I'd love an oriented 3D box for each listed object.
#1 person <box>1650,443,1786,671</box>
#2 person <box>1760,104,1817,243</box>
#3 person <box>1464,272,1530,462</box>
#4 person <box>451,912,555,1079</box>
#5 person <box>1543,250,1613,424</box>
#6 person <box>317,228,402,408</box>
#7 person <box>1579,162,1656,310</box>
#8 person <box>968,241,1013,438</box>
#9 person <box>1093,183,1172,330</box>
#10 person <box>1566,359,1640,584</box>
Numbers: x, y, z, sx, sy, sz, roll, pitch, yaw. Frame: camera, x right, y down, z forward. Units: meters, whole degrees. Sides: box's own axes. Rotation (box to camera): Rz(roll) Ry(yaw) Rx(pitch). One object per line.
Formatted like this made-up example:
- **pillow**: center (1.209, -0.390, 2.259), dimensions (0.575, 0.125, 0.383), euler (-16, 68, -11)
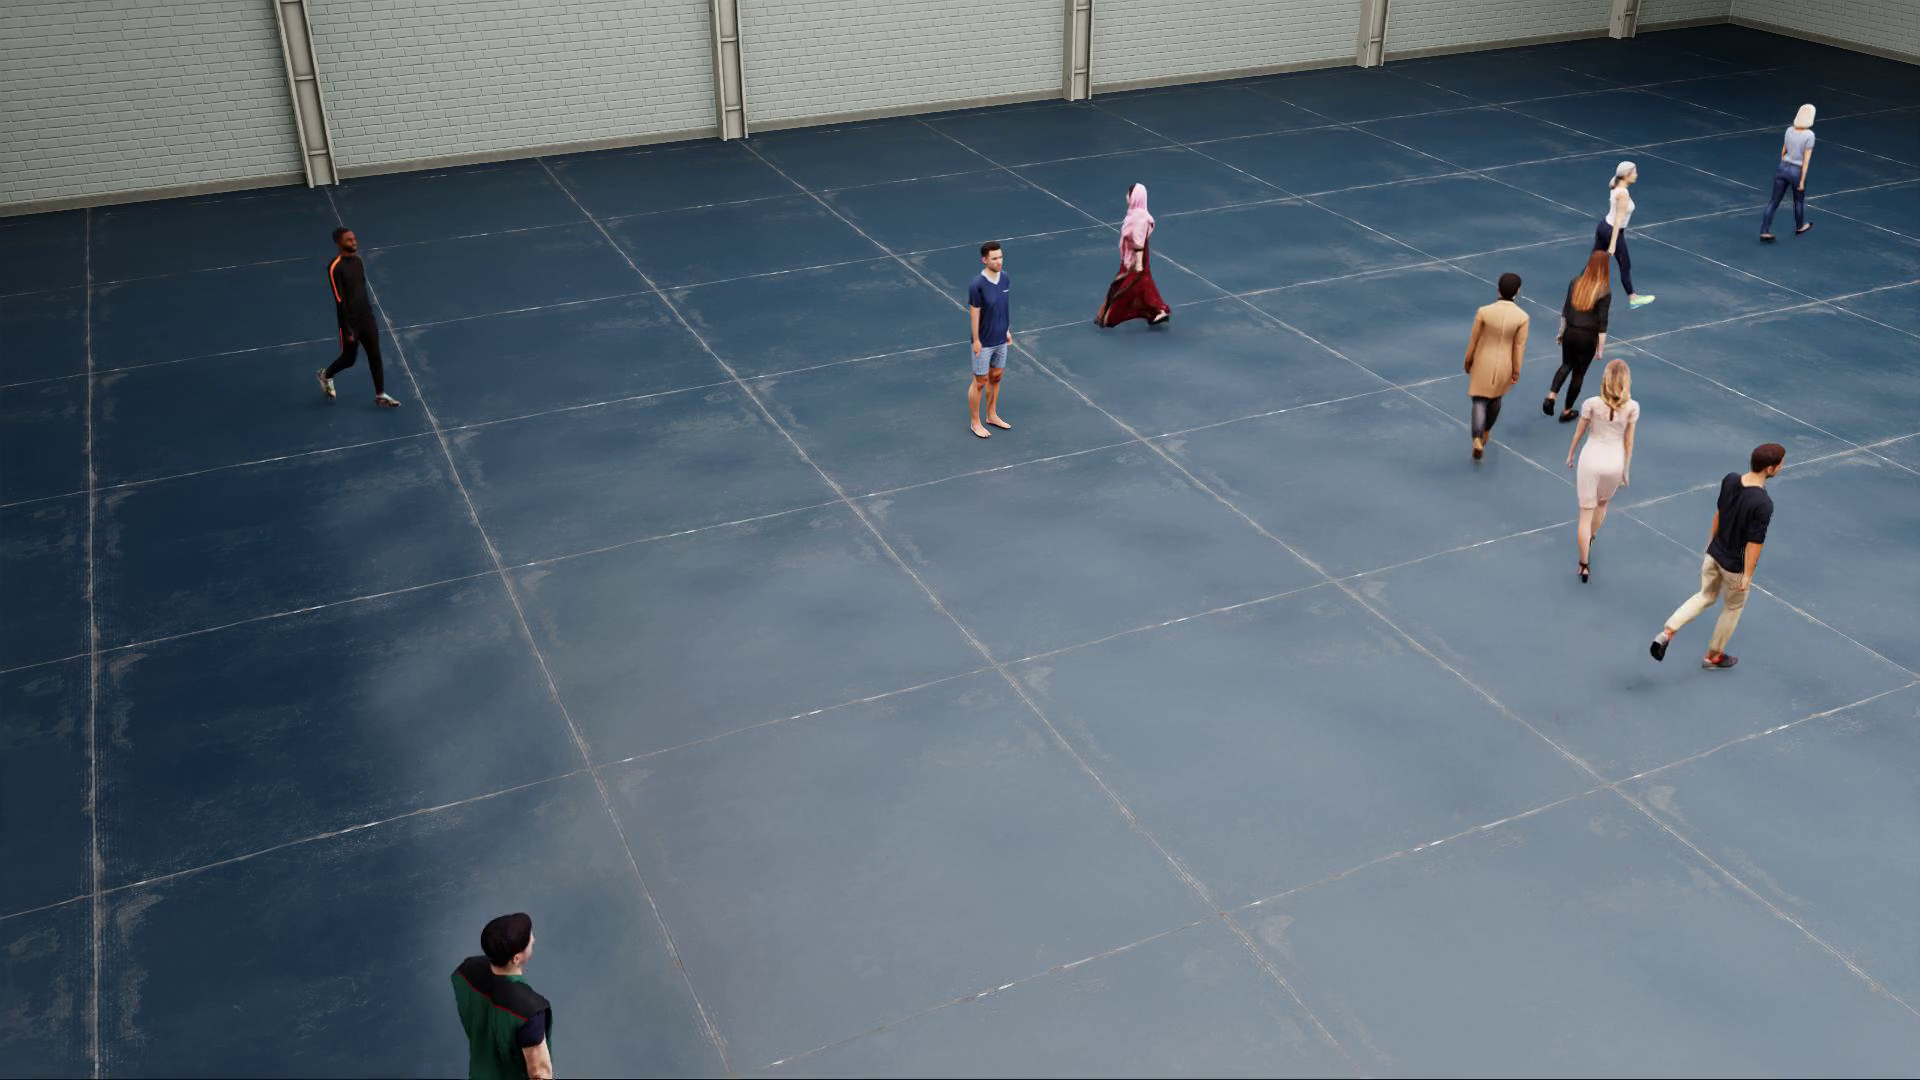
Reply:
- **person**: center (5.324, 0.166, 11.653), dimensions (0.985, 1.827, 0.704), euler (-10, 30, -18)
- **person**: center (10.214, -4.493, 20.555), dimensions (1.069, 1.683, 0.662), euler (-15, 32, -26)
- **person**: center (4.809, -1.548, 15.004), dimensions (1.123, 1.702, 1.122), euler (6, 29, 12)
- **person**: center (-2.018, 2.449, 7.311), dimensions (0.874, 1.878, 0.953), euler (13, 31, 23)
- **person**: center (5.771, -1.882, 15.627), dimensions (0.770, 1.705, 0.706), euler (-19, 34, -32)
- **person**: center (-5.894, -2.118, 15.984), dimensions (1.104, 1.786, 1.083), euler (11, 30, 20)
- **person**: center (7.108, -3.335, 18.403), dimensions (1.202, 1.662, 0.999), euler (3, 28, 5)
- **person**: center (0.268, -1.894, 15.496), dimensions (0.601, 1.850, 0.749), euler (-23, 36, -37)
- **person**: center (1.965, -3.015, 17.868), dimensions (1.166, 1.599, 0.965), euler (2, 28, 4)
- **person**: center (4.975, -0.494, 12.922), dimensions (0.998, 1.799, 1.021), euler (7, 29, 13)
